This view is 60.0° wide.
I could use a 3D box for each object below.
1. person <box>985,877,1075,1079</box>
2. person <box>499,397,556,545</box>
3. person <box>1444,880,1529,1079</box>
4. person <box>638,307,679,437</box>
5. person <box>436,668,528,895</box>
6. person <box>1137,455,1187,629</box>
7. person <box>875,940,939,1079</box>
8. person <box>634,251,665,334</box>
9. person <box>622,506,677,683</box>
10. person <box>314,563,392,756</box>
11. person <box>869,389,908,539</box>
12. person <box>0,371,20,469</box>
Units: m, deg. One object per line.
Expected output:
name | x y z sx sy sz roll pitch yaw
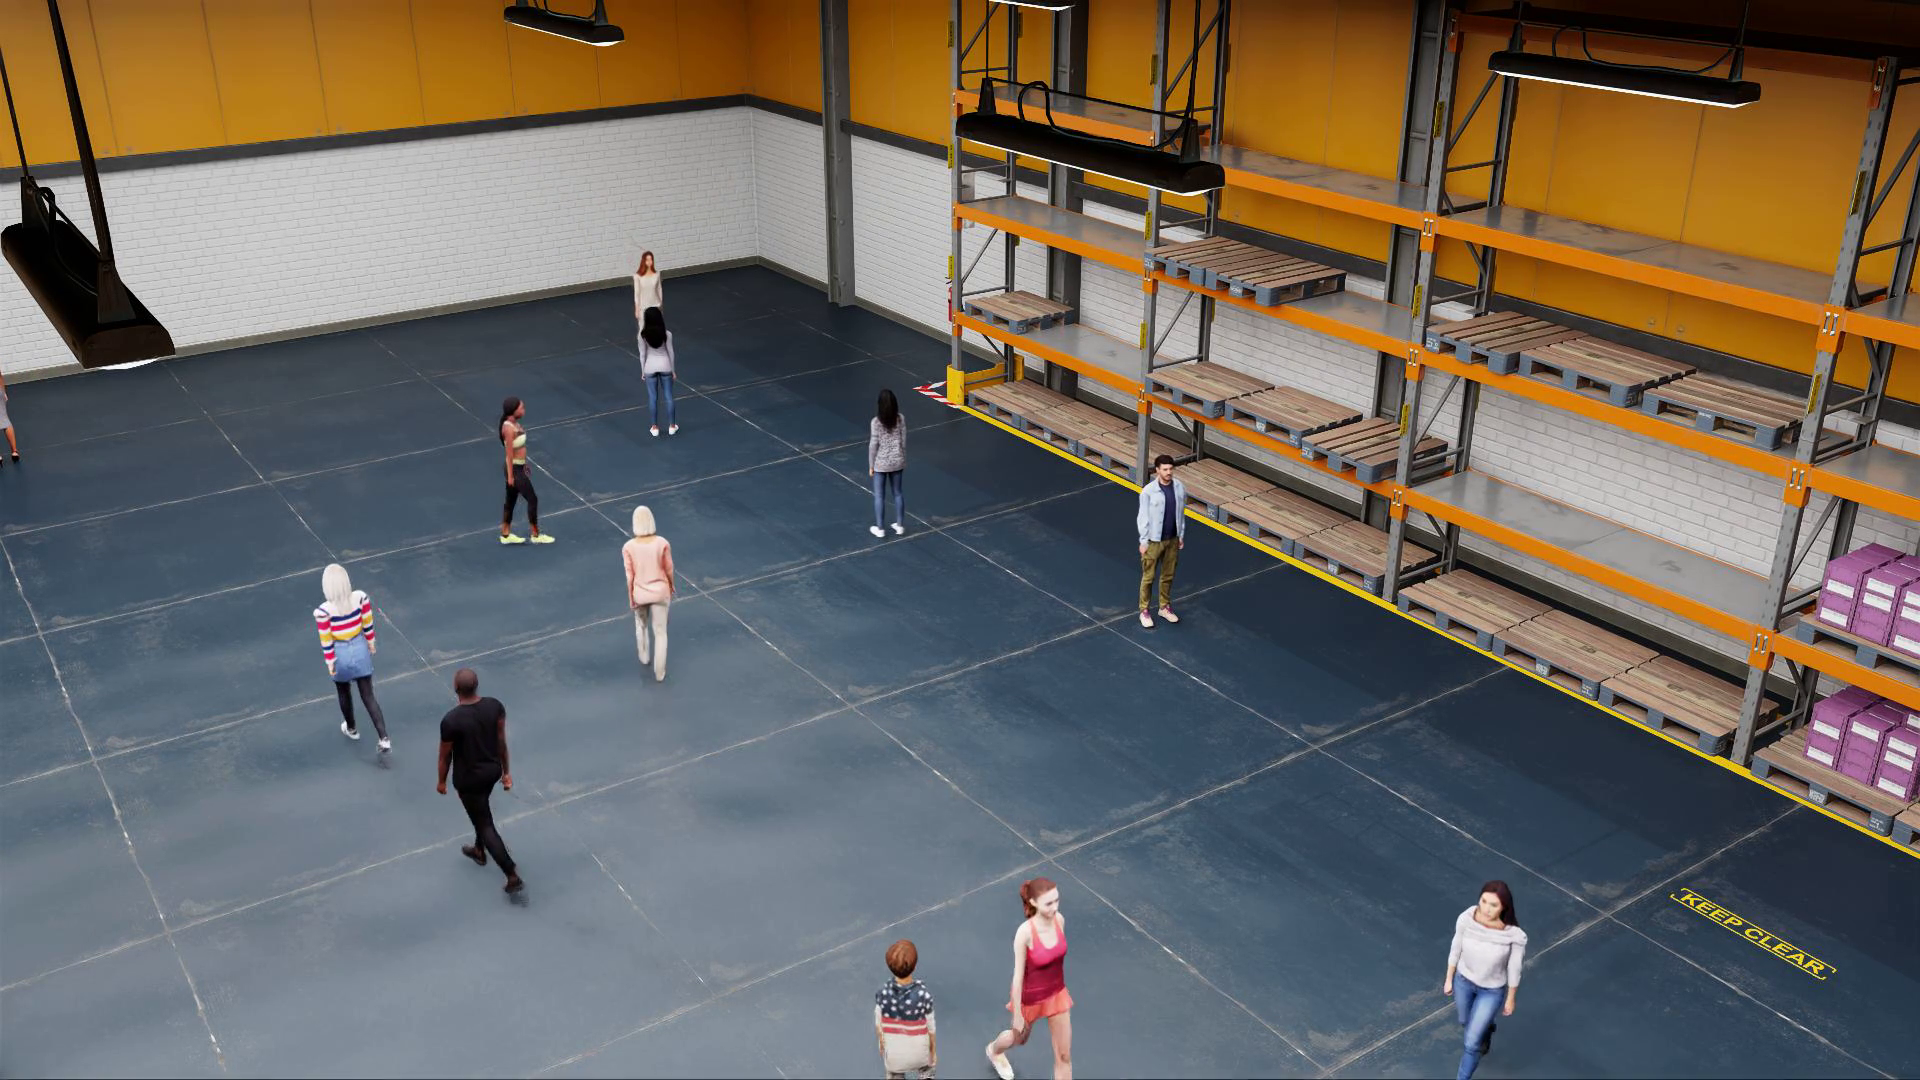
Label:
person | 0.444 2.834 10.407 0.568 1.715 1.151 -15 28 -31
person | -5.060 -0.745 18.572 0.867 1.731 0.883 -3 24 -7
person | 3.338 2.818 10.580 1.012 1.605 0.835 19 30 37
person | -3.986 -2.232 21.962 0.683 1.741 0.667 -4 24 -9
person | -3.589 1.856 12.560 1.254 1.782 0.874 18 30 36
person | 2.030 -0.011 16.793 0.721 1.812 0.636 -10 25 -21
person | -0.337 3.108 10.136 0.682 1.428 0.741 3 24 7
person | -4.689 -3.488 24.901 0.730 1.688 0.973 -10 25 -21
person | -2.907 0.538 15.670 0.803 1.705 0.915 -3 24 -7
person | -5.234 1.053 14.402 0.731 1.776 1.136 -19 30 -36
person | -0.814 -0.876 18.871 0.640 1.731 0.567 -12 26 -25
person | -12.207 -1.789 20.899 0.584 1.781 0.617 21 31 40
